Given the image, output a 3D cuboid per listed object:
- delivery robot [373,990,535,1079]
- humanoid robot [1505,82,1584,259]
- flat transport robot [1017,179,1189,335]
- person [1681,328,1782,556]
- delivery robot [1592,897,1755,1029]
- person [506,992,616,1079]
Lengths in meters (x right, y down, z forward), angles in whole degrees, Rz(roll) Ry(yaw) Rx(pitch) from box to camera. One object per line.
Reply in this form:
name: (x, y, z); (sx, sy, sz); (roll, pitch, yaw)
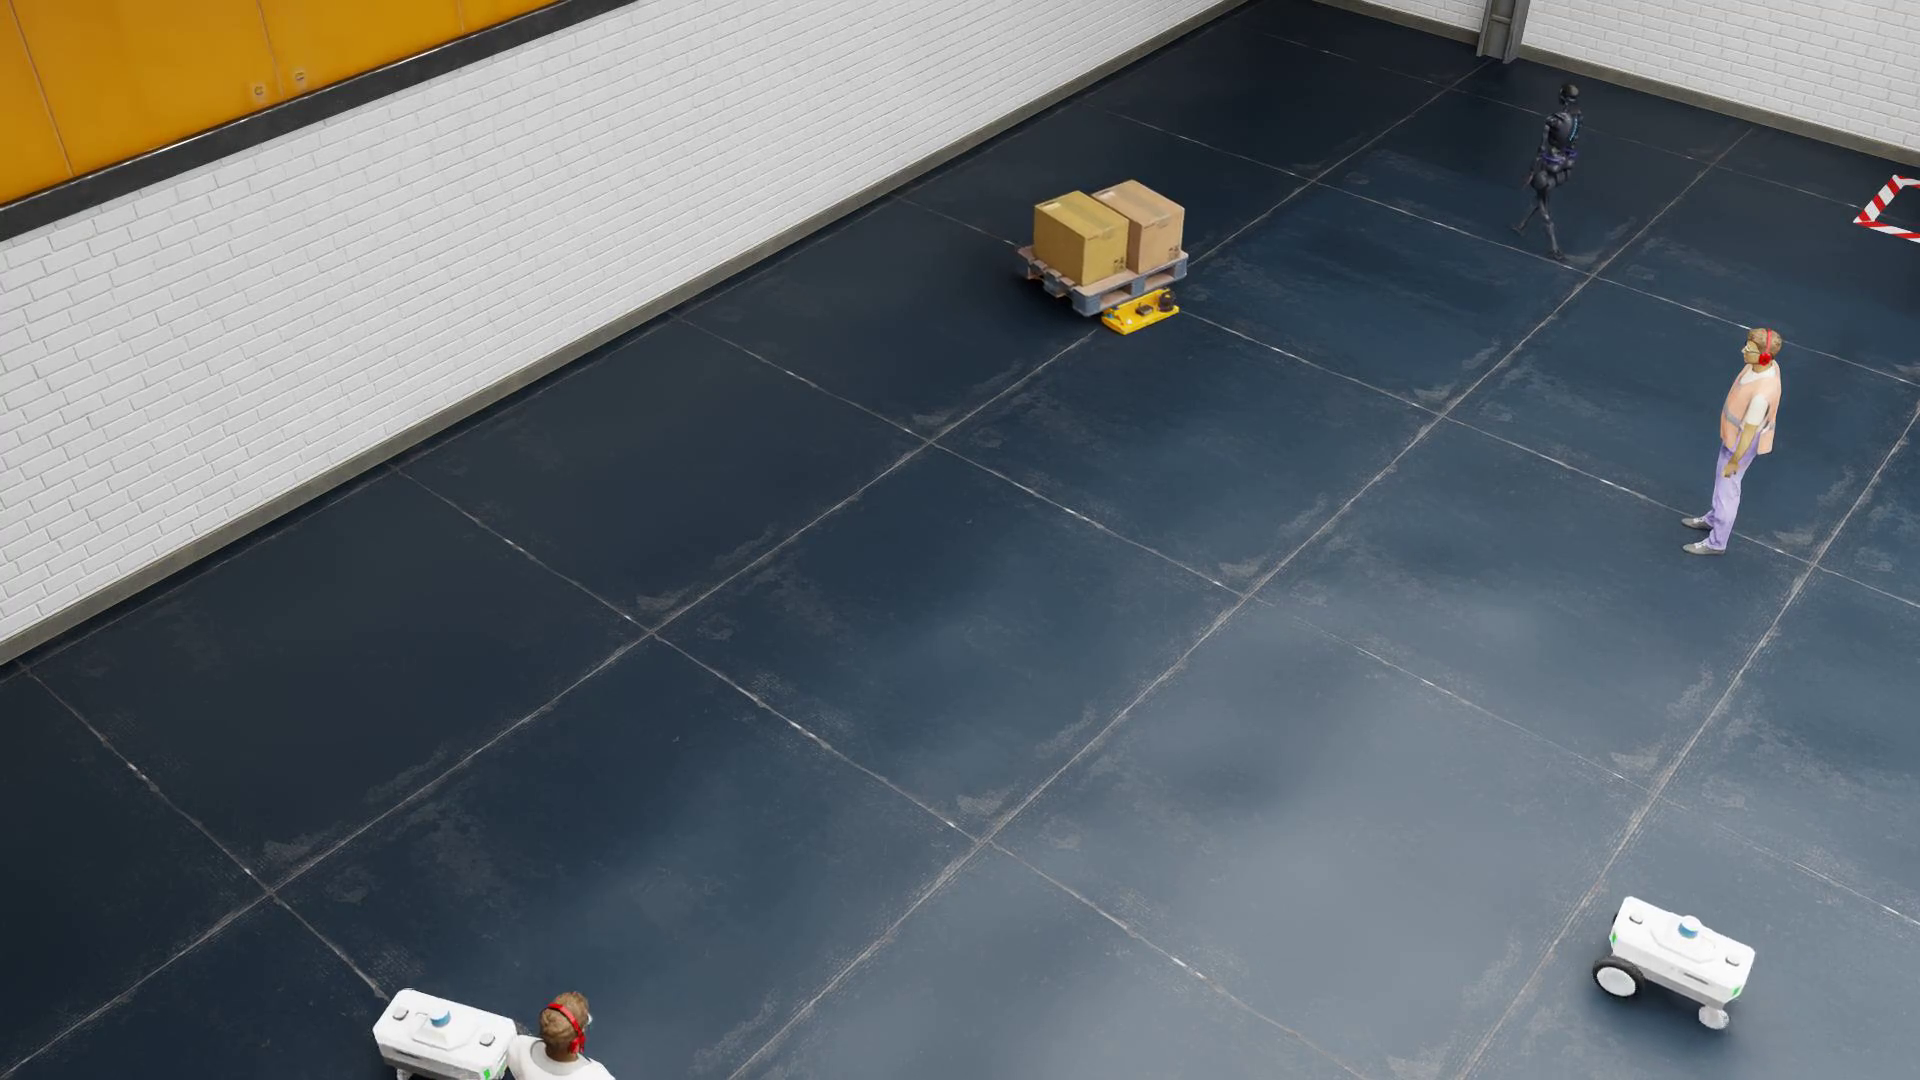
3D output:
delivery robot: (-2.674, 2.655, 8.749); (0.746, 0.578, 0.499); (11, 40, 14)
humanoid robot: (5.515, -3.462, 15.511); (0.612, 1.636, 0.790); (-23, 44, -26)
flat transport robot: (1.280, -2.335, 15.184); (0.659, 0.231, 1.431); (-25, 45, -28)
person: (5.589, -0.700, 11.910); (0.391, 1.836, 0.559); (11, 40, 14)
delivery robot: (3.951, 2.297, 9.197); (0.768, 0.581, 0.499); (22, 44, 25)
person: (-1.747, 2.742, 7.638); (0.570, 1.833, 0.399); (16, 42, 19)
